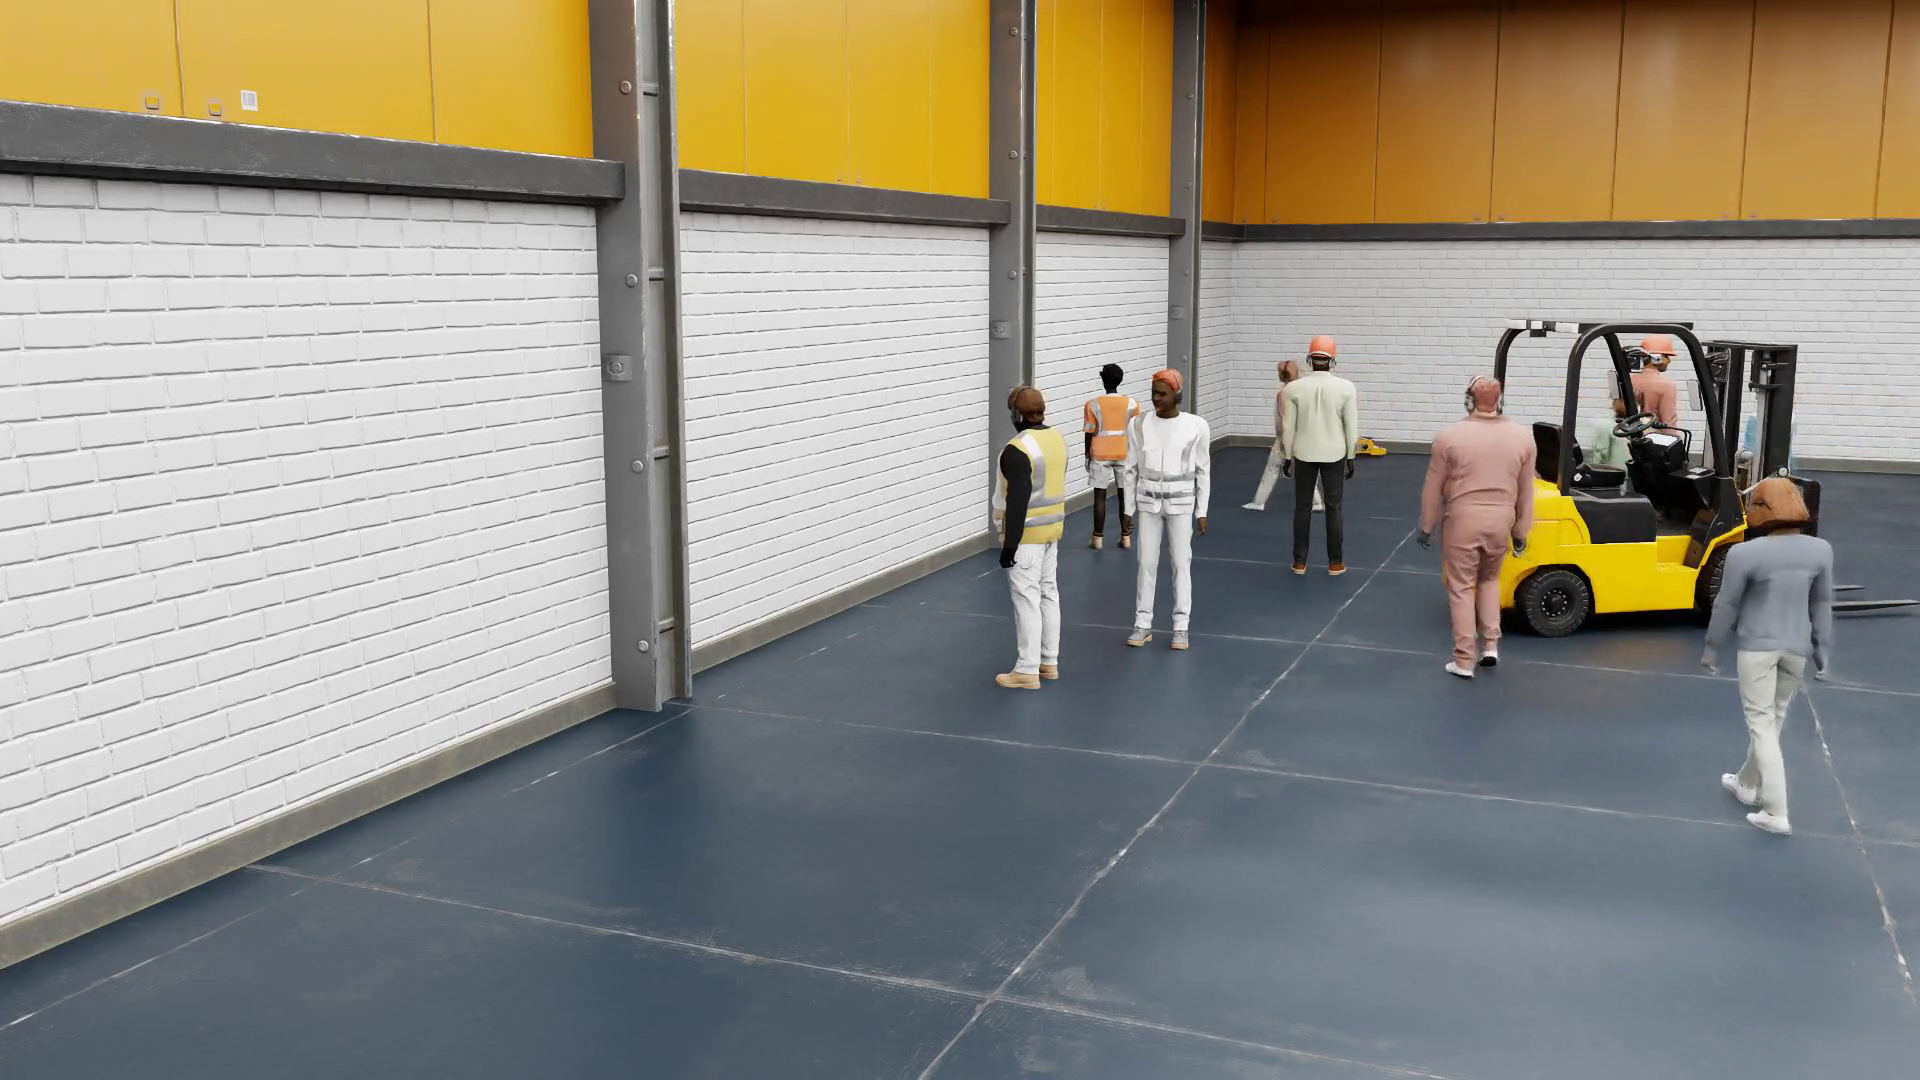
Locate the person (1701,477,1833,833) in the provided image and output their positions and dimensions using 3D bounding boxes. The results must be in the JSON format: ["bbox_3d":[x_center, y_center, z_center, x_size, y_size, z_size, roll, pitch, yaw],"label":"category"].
[{"bbox_3d":[3.702,0.503,7.692,0.523,1.596,0.703,-1,9,-7],"label":"person"}]

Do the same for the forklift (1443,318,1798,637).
[{"bbox_3d":[4.706,-0.497,11.990,2.313,2.155,1.214,-2,10,-10],"label":"forklift"}]

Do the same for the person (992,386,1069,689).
[{"bbox_3d":[0.414,-0.017,10.155,0.429,1.839,0.634,5,11,29],"label":"person"}]

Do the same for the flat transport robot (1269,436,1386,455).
[{"bbox_3d":[4.978,-1.281,22.554,1.431,0.197,0.652,-1,9,-7],"label":"flat transport robot"}]

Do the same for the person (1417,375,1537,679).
[{"bbox_3d":[3.216,-0.085,10.428,0.651,1.889,0.544,-1,9,-6],"label":"person"}]

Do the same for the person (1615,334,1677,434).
[{"bbox_3d":[5.827,-0.749,14.126,0.391,1.991,0.612,-4,10,-24],"label":"person"}]

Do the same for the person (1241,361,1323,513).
[{"bbox_3d":[3.401,-1.068,17.272,0.841,1.593,0.530,7,12,37],"label":"person"}]

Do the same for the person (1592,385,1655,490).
[{"bbox_3d":[5.498,-0.464,13.604,0.498,1.582,0.868,-3,10,-17],"label":"person"}]

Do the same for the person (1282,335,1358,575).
[{"bbox_3d":[2.985,-0.699,13.816,0.609,1.996,0.379,3,10,15],"label":"person"}]

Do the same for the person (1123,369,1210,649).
[{"bbox_3d":[1.377,-0.204,11.157,0.585,1.879,0.337,3,10,19],"label":"person"}]

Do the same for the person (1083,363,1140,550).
[{"bbox_3d":[1.368,-0.749,15.052,0.529,1.690,0.321,-1,9,-4],"label":"person"}]

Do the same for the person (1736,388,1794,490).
[{"bbox_3d":[6.869,-0.545,14.048,0.534,1.616,0.703,-6,11,-31],"label":"person"}]
